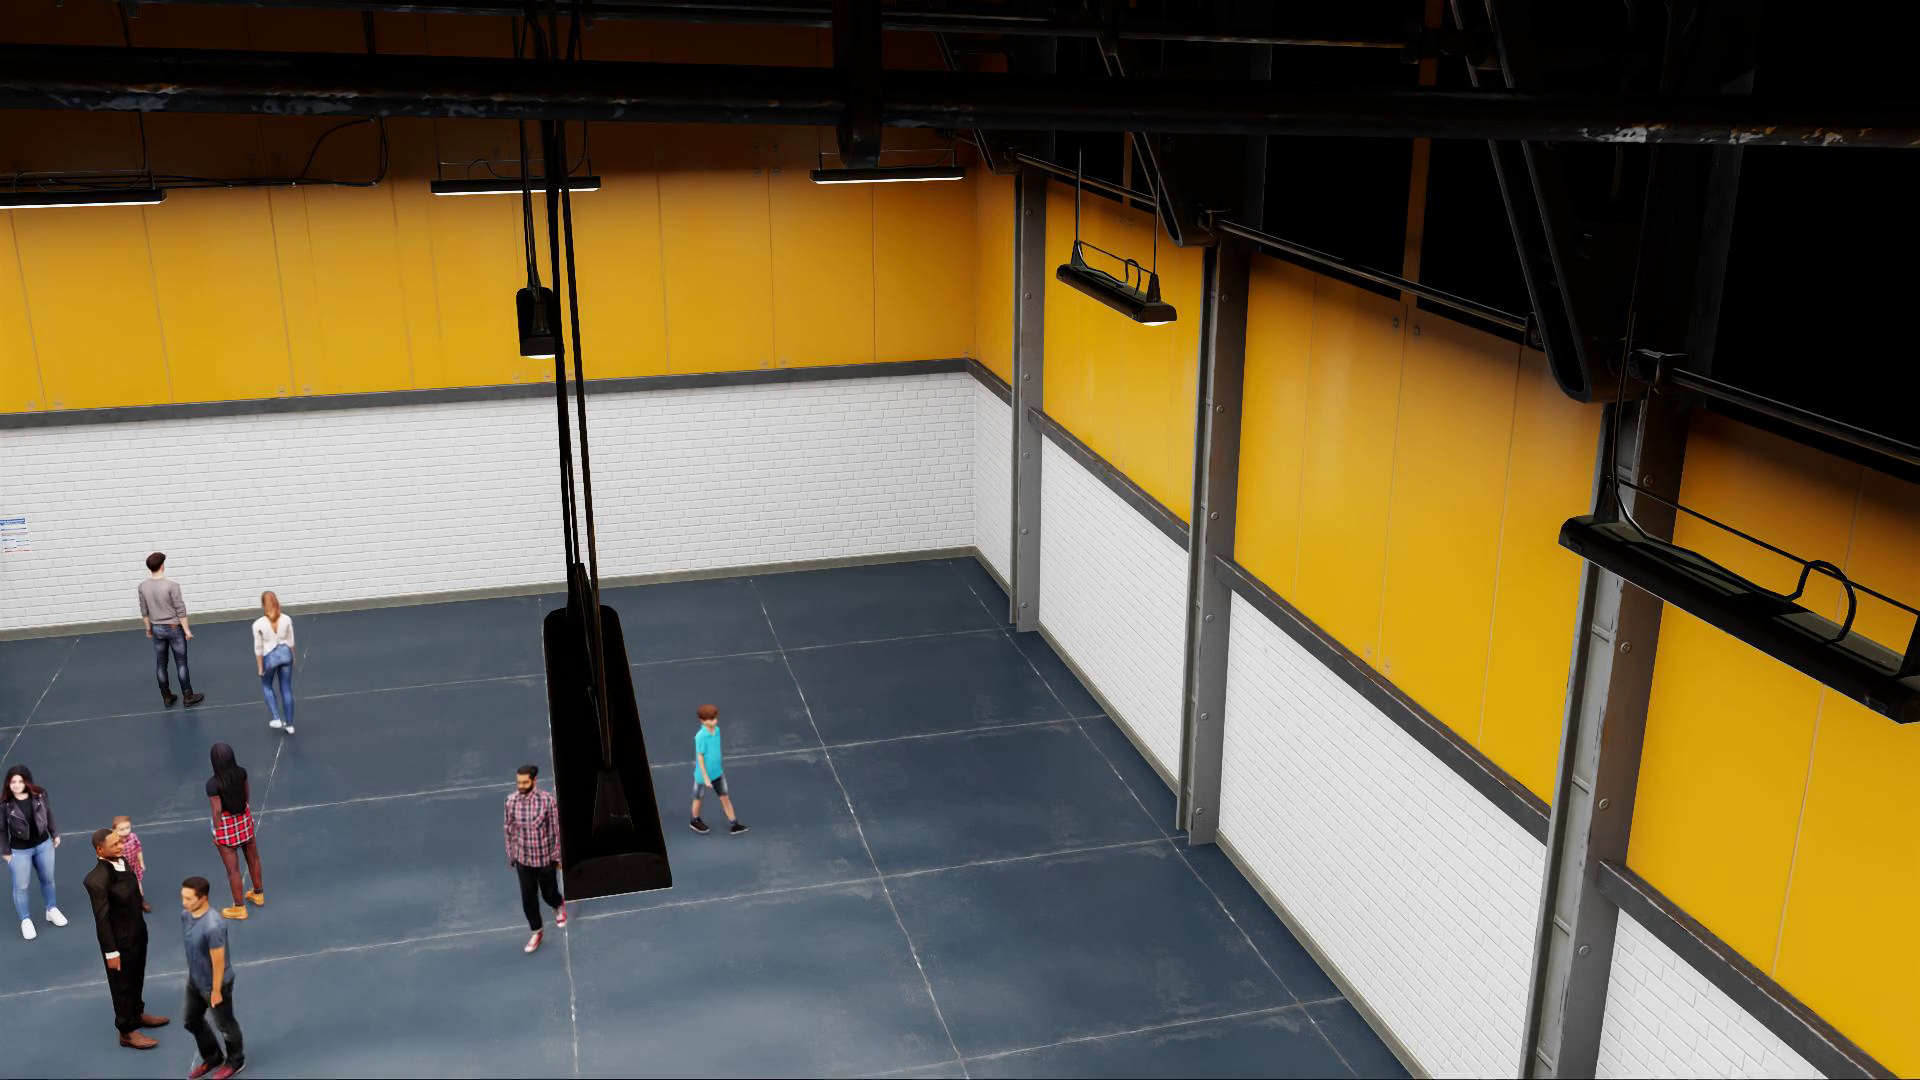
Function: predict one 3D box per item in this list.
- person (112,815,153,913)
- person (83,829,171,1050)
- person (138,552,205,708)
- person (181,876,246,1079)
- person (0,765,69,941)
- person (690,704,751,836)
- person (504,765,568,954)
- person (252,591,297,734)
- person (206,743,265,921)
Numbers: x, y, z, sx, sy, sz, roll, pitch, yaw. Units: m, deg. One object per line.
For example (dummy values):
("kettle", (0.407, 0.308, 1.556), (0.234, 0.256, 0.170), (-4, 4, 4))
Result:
("person", (-7.727, 3.008, 15.433), (0.495, 1.020, 0.534), (-15, 24, -38))
("person", (-6.799, 3.197, 13.486), (0.805, 1.904, 0.604), (-2, 19, -5))
("person", (-9.444, 1.069, 19.804), (0.756, 1.905, 0.690), (1, 19, 2))
("person", (-5.807, 3.399, 13.046), (0.781, 1.802, 0.862), (13, 23, 34))
("person", (-8.448, 2.796, 15.103), (0.740, 1.631, 0.721), (16, 24, 39))
("person", (-2.600, 2.326, 16.836), (0.984, 1.416, 0.857), (14, 23, 36))
("person", (-3.775, 2.798, 14.916), (0.853, 1.747, 0.932), (2, 19, 5))
("person", (-7.803, 1.424, 19.058), (0.729, 1.708, 0.757), (-14, 23, -36))
("person", (-6.706, 2.659, 15.359), (0.781, 1.729, 0.704), (7, 20, 20))
